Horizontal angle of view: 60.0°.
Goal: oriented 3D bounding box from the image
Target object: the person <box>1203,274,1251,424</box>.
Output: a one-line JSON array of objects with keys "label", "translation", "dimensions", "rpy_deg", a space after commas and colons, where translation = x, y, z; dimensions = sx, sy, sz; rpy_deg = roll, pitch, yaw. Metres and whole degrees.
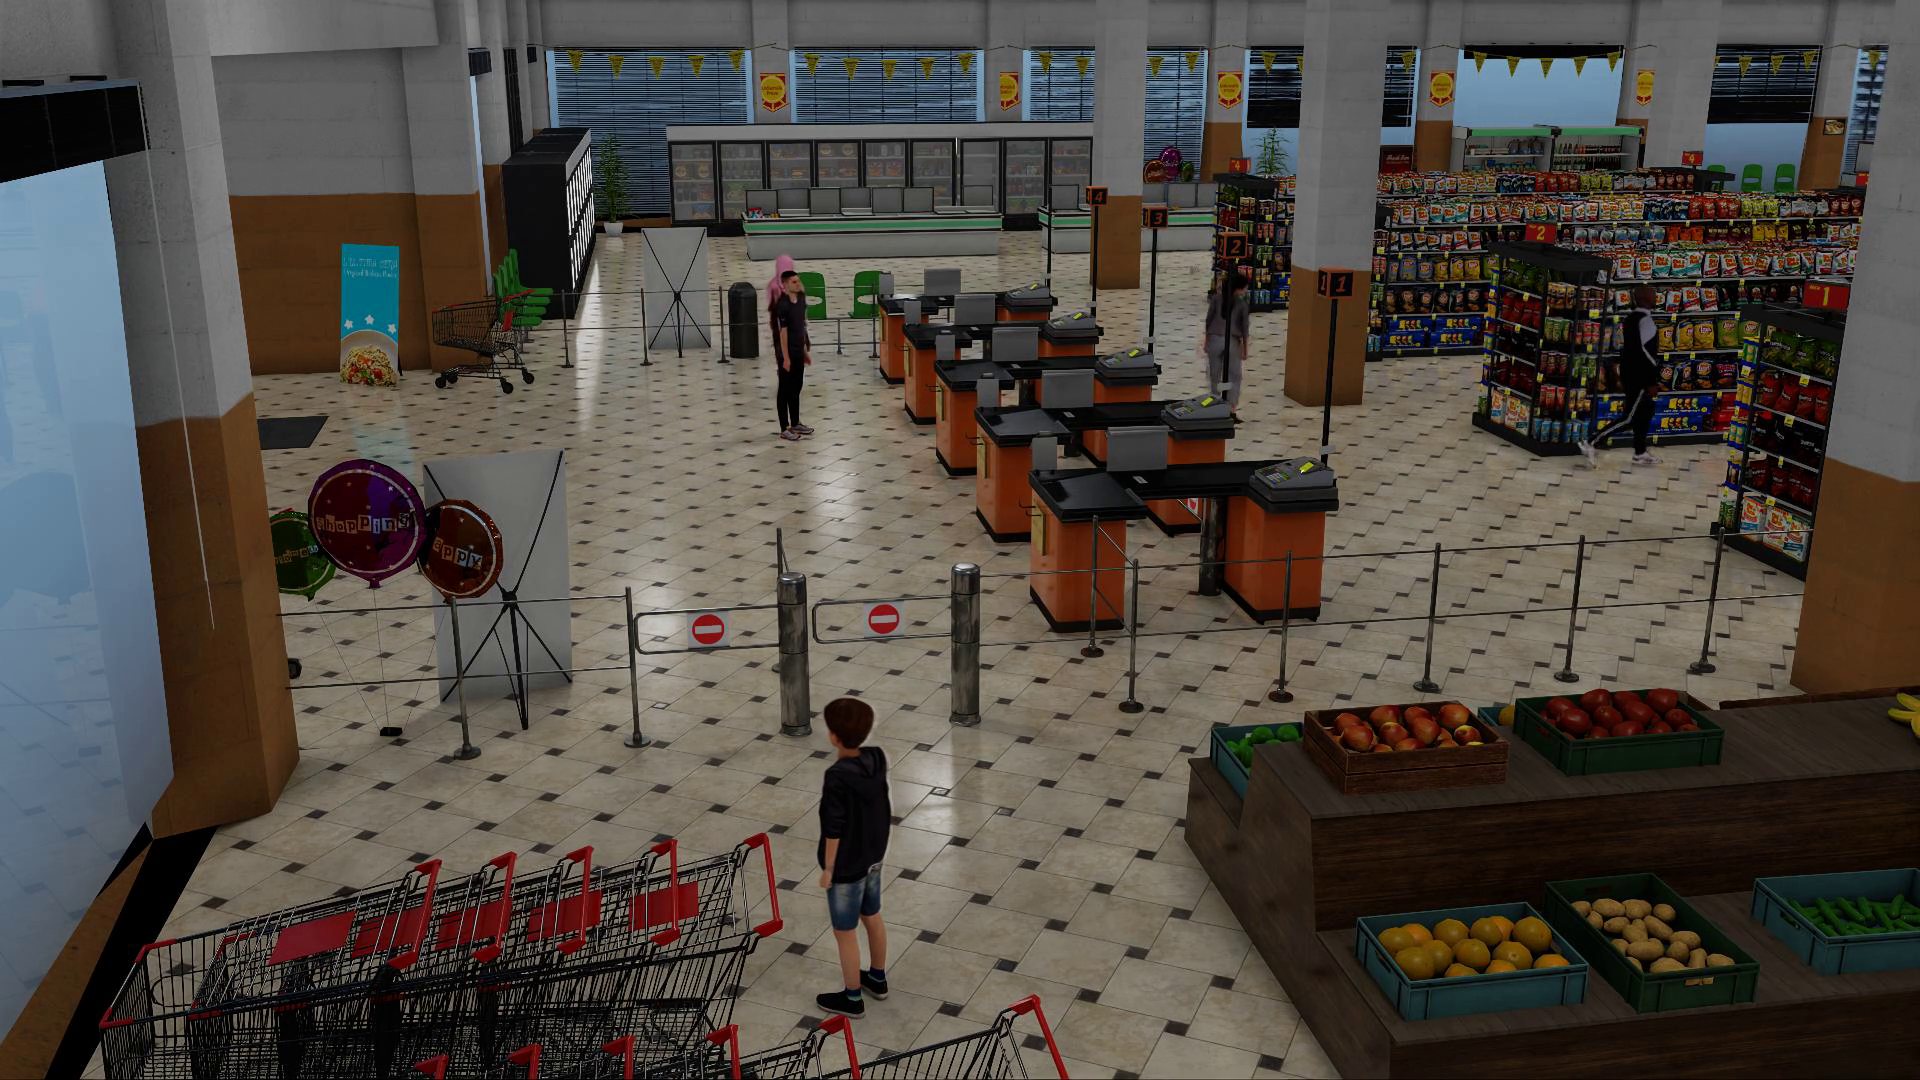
[{"label": "person", "translation": [2.871, -2.090, 18.211], "dimensions": [0.745, 1.649, 0.855], "rpy_deg": [2, 17, 7]}]

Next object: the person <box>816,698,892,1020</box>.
[{"label": "person", "translation": [-0.465, 1.362, 7.193], "dimensions": [0.676, 1.446, 0.615], "rpy_deg": [12, 20, 34]}]

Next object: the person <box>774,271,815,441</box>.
[{"label": "person", "translation": [-1.784, -1.967, 17.610], "dimensions": [0.743, 1.764, 0.723], "rpy_deg": [8, 18, 24]}]

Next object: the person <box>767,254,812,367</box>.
[{"label": "person", "translation": [-2.063, -2.569, 19.845], "dimensions": [0.977, 1.618, 0.931], "rpy_deg": [3, 17, 11]}]

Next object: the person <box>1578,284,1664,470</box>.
[{"label": "person", "translation": [6.524, -1.574, 16.254], "dimensions": [1.190, 1.799, 0.847], "rpy_deg": [1, 17, 4]}]
